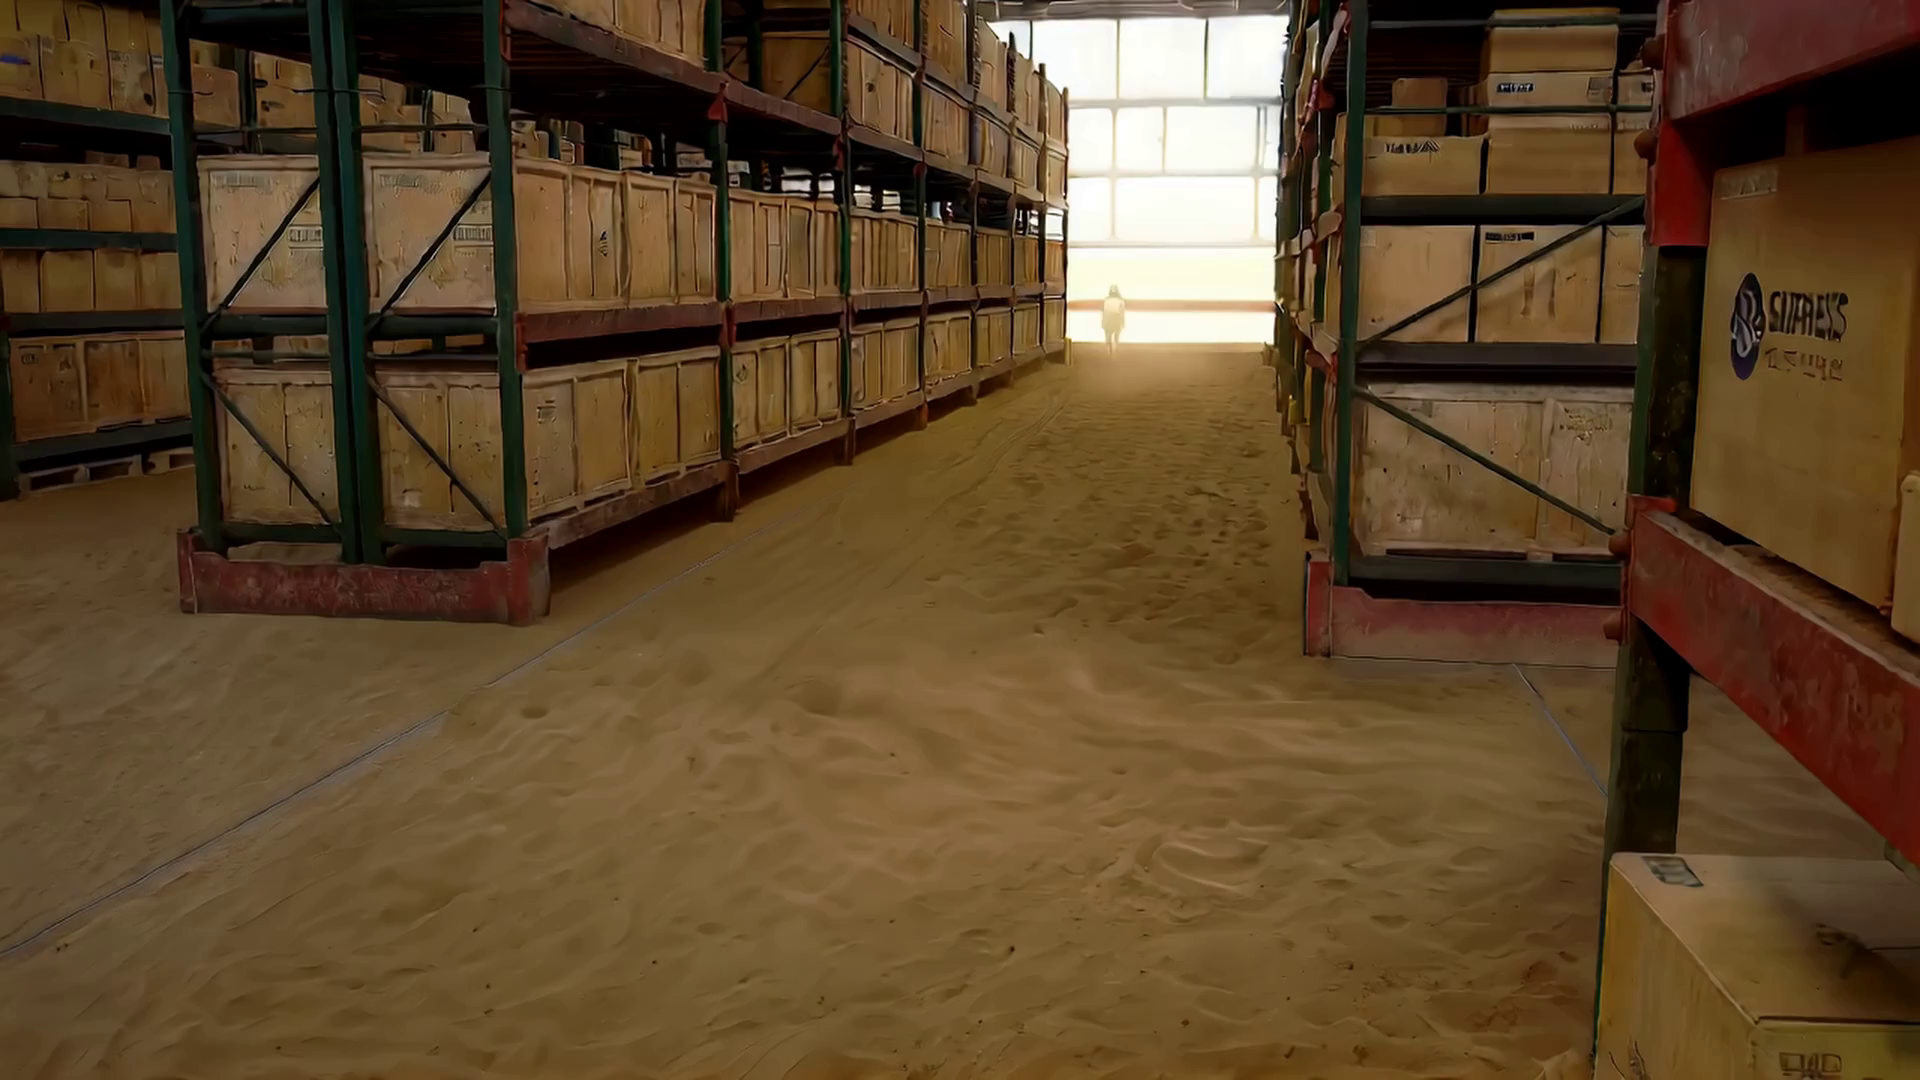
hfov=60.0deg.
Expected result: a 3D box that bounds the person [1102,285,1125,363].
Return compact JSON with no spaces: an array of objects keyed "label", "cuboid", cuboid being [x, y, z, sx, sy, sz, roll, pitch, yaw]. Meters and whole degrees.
[{"label":"person","cuboid":[3.399,-4.779,36.861,0.504,1.724,0.495,1,9,9]}]
